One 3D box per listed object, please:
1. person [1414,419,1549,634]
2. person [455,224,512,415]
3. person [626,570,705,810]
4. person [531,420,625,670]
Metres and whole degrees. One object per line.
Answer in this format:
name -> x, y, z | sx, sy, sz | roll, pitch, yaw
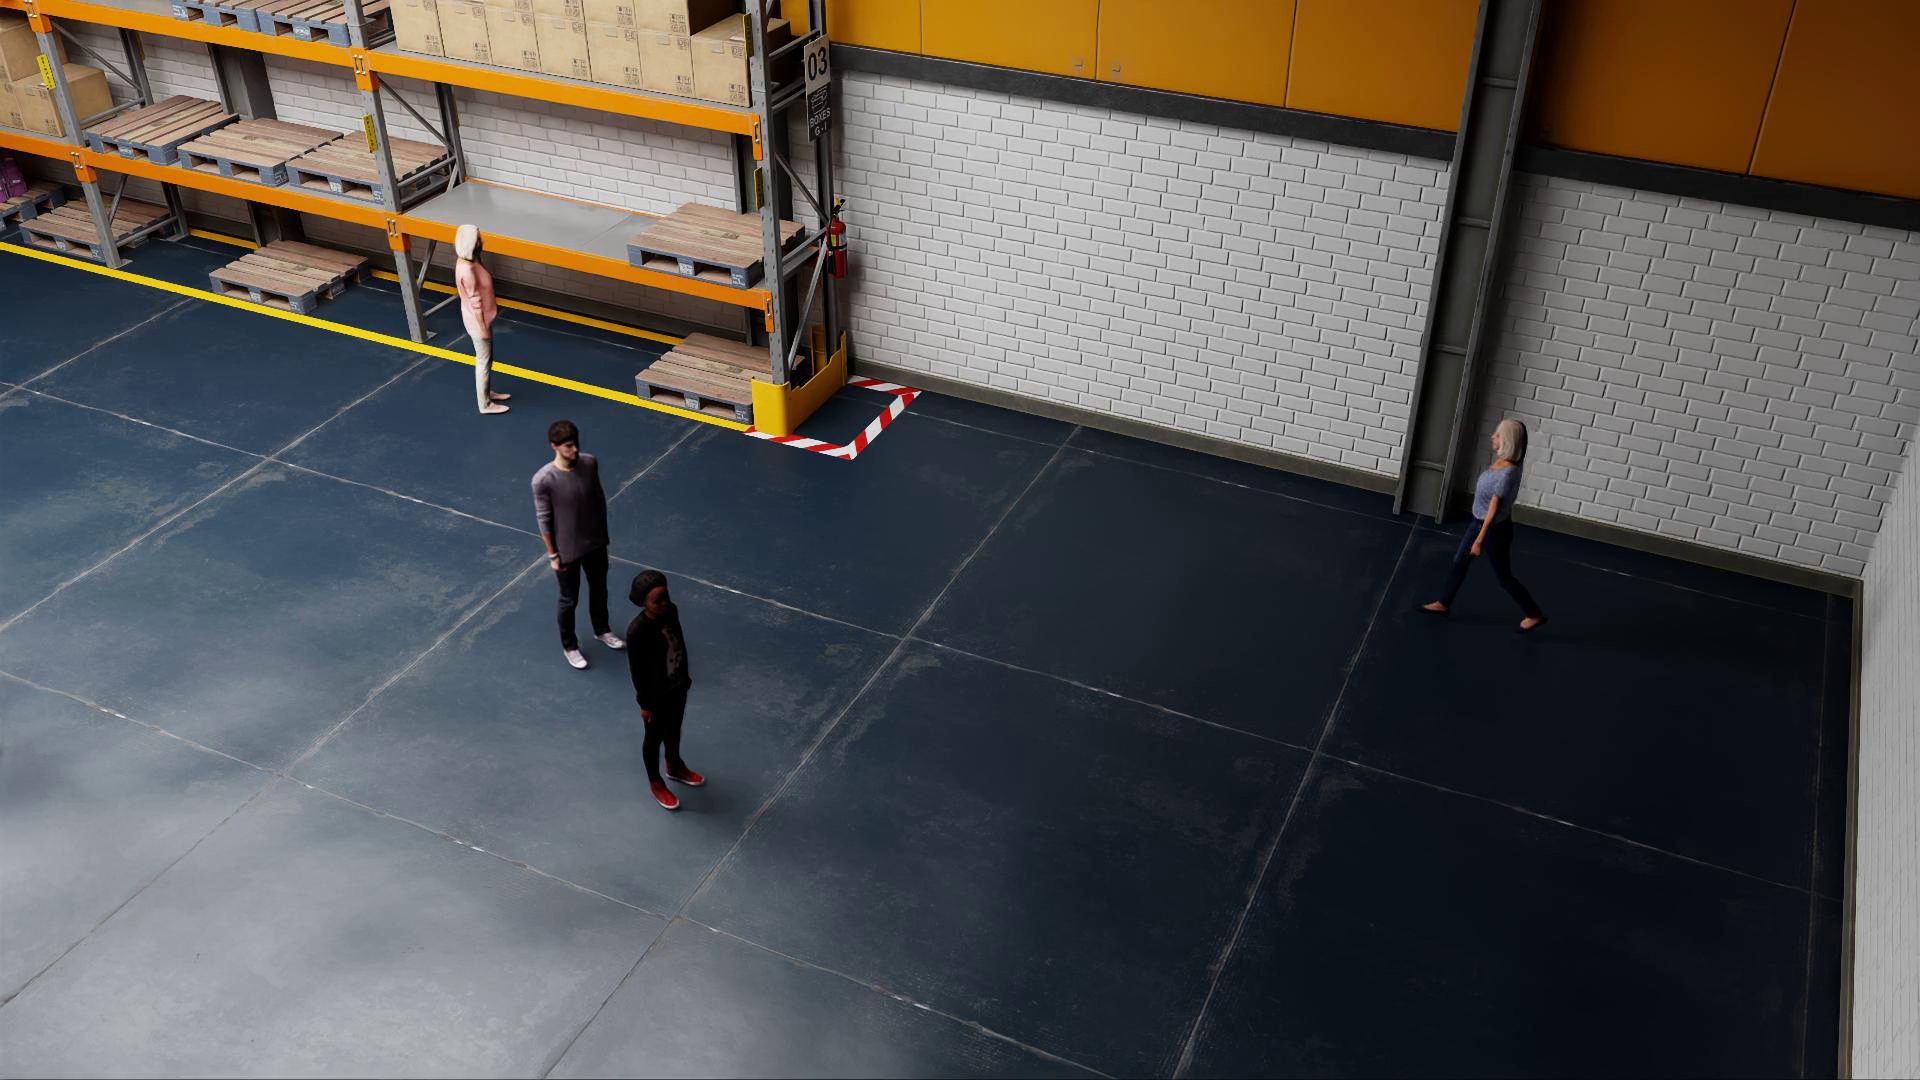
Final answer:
person -> 3.802, -0.053, 11.564 | 1.160, 1.683, 0.671 | 10, 35, 15
person -> -4.149, -1.912, 14.322 | 0.712, 1.724, 0.666 | -9, 35, -13
person -> -1.827, 0.885, 10.161 | 0.535, 1.674, 0.616 | 19, 38, 26
person -> -2.617, -0.001, 11.334 | 0.732, 1.850, 0.666 | -28, 43, -35
